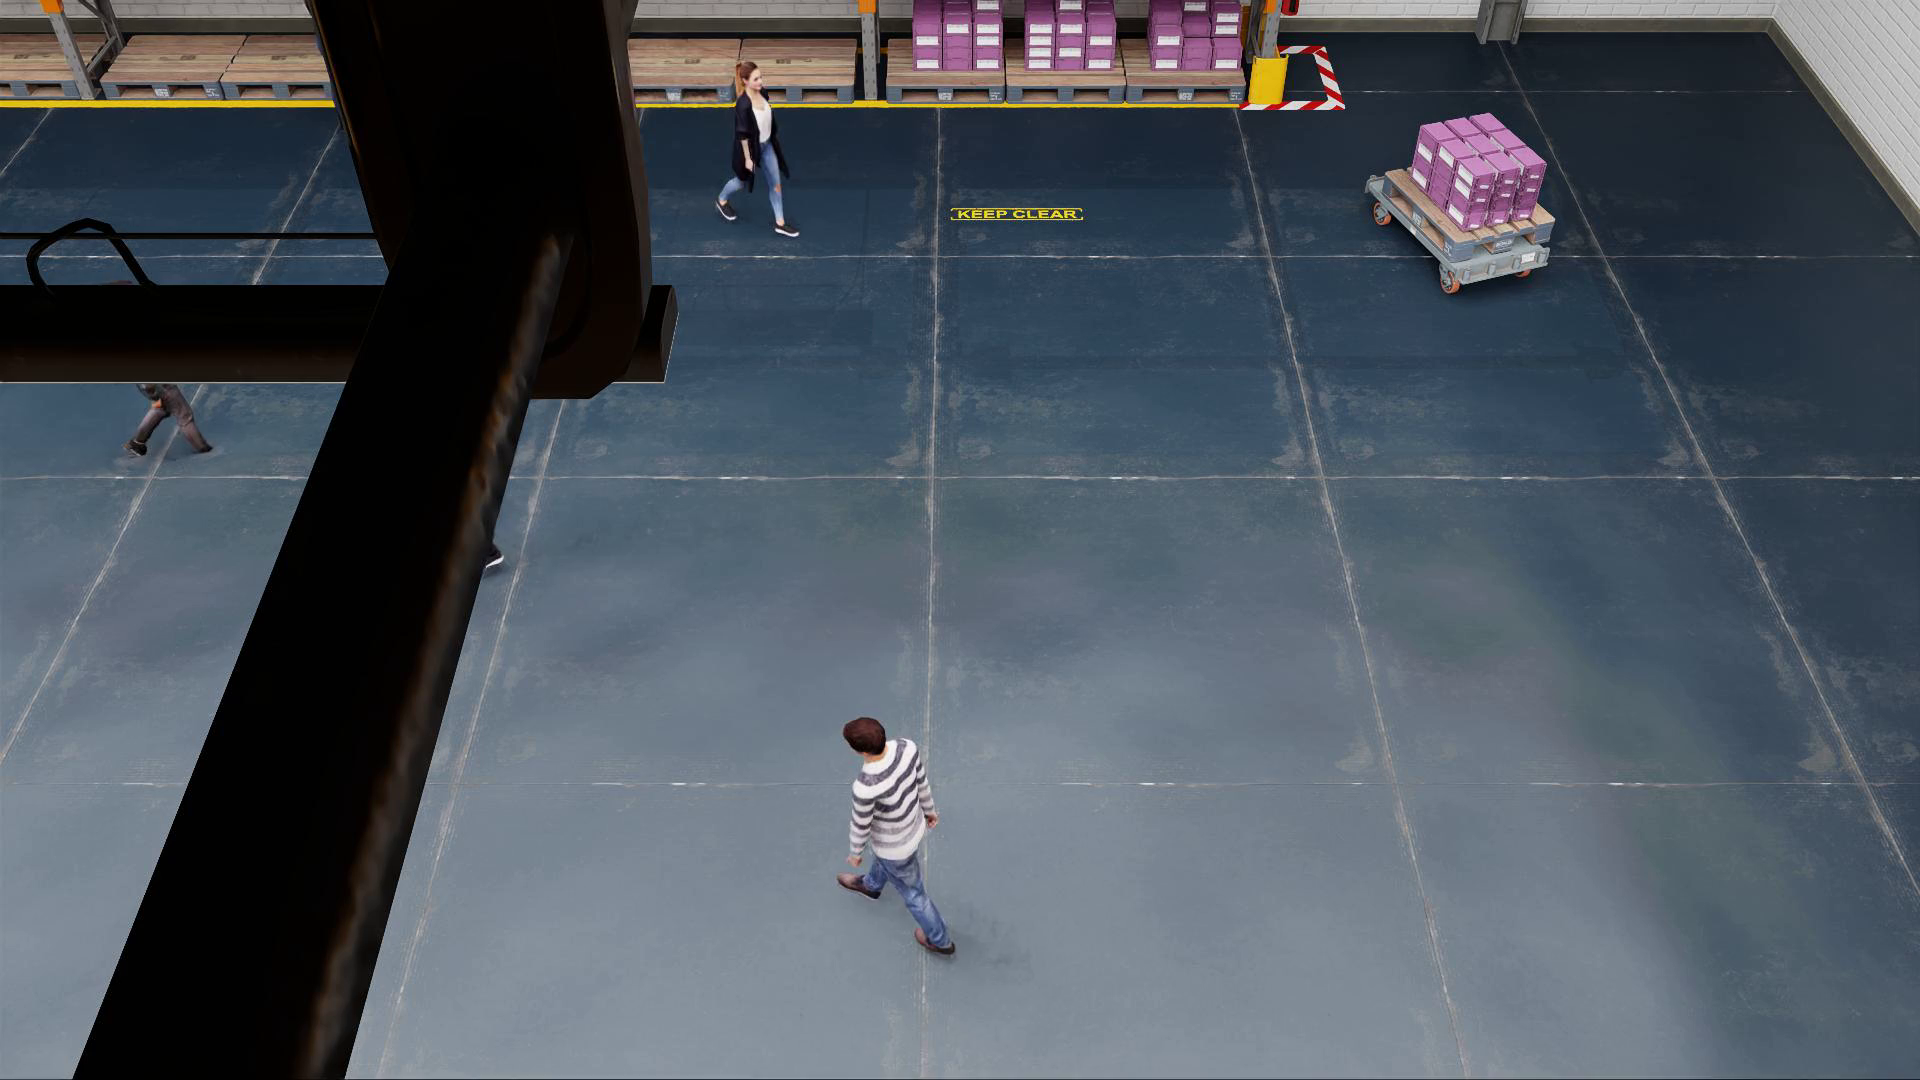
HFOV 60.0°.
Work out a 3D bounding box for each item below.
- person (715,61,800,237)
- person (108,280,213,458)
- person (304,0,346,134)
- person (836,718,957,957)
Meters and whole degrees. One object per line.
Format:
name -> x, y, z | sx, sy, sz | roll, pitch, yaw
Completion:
person -> -1.899, -3.469, 14.714 | 1.198, 1.646, 0.996 | 24, 49, 23
person -> -6.134, -1.223, 12.524 | 1.106, 1.694, 0.925 | -17, 46, -17
person -> -6.060, -4.774, 16.011 | 0.635, 1.747, 0.680 | -12, 45, -12
person -> -0.264, 1.665, 9.212 | 1.202, 1.800, 1.010 | 26, 49, 25
